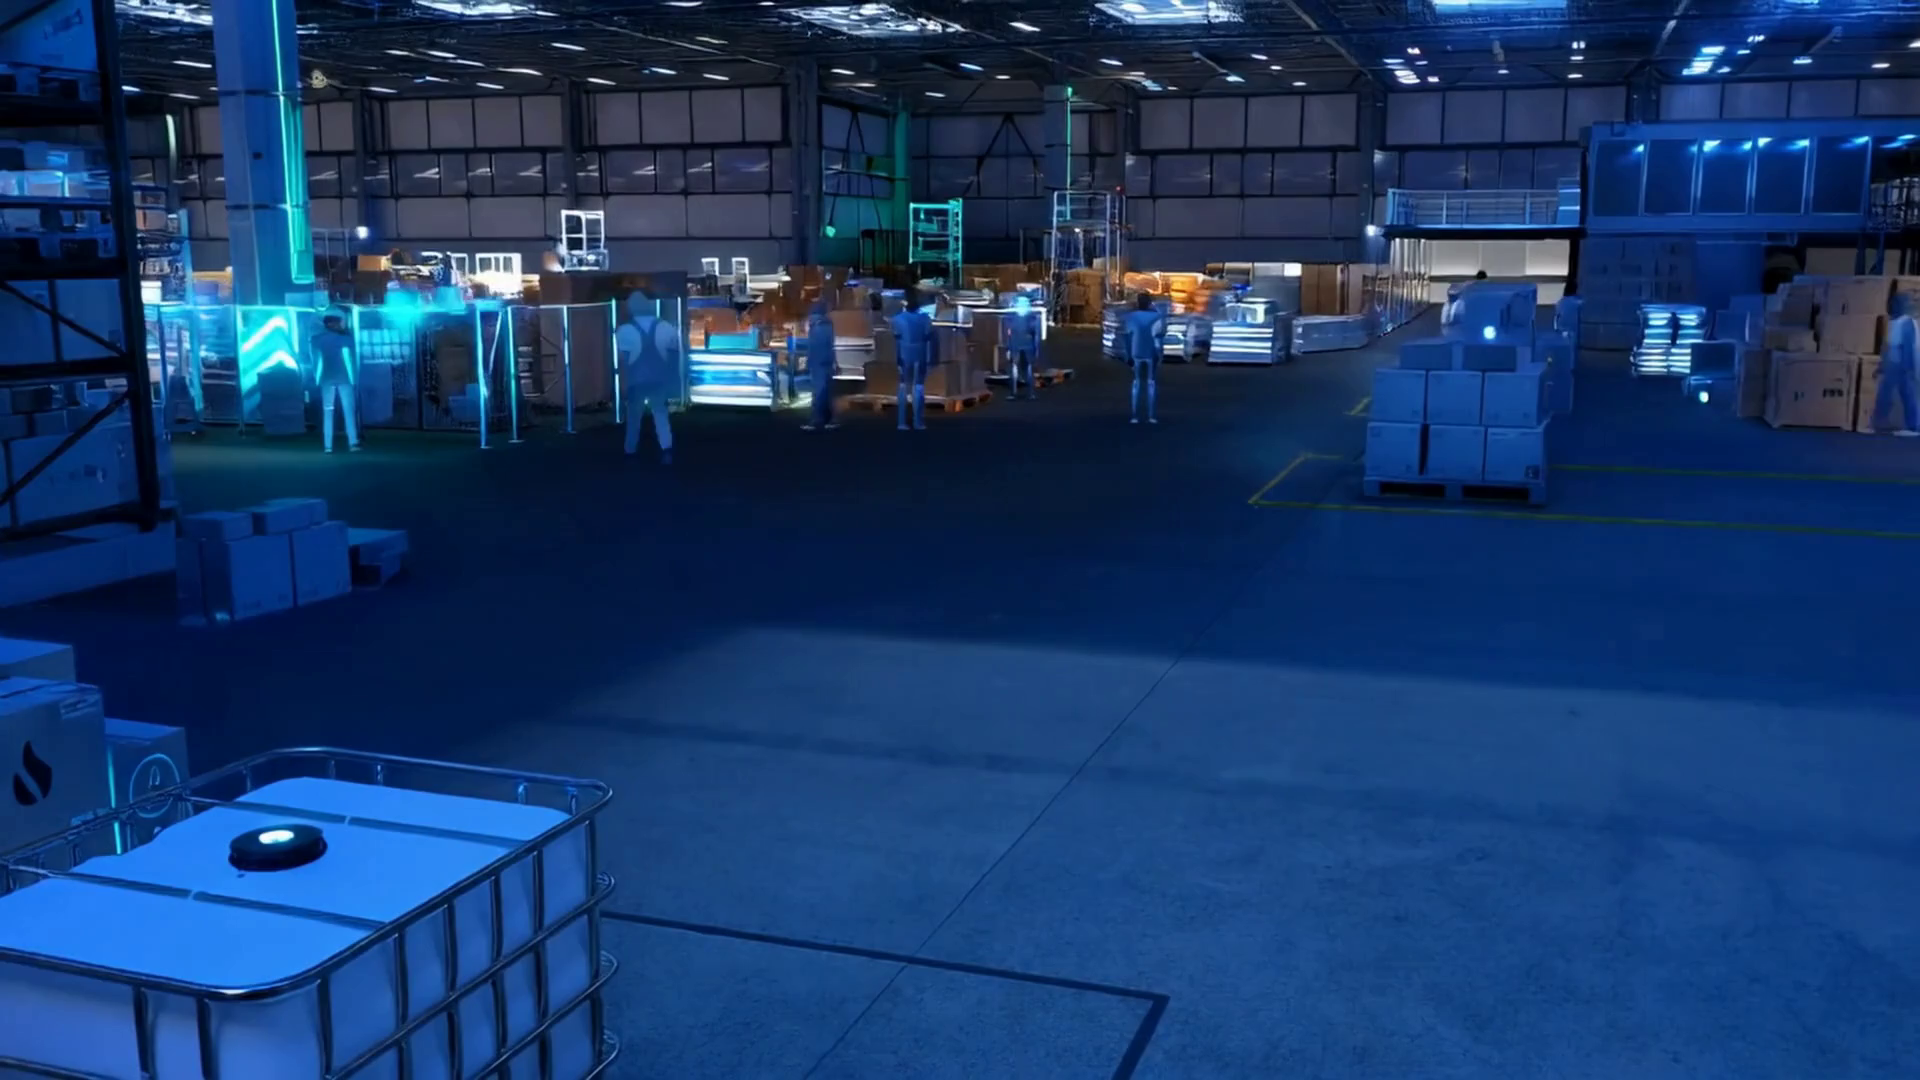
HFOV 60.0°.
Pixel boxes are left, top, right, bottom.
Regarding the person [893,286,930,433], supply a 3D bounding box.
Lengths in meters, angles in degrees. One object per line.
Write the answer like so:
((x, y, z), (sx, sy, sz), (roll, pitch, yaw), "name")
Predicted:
((-0.627, -2.407, 22.248), (0.598, 1.958, 0.385), (-9, 13, -40), "person")

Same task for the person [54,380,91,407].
((-10.686, -2.028, 19.983), (0.375, 1.997, 0.612), (0, 10, -3), "person")

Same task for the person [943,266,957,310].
((-0.370, -9.847, 64.277), (0.400, 1.905, 0.644), (-8, 13, -39), "person")

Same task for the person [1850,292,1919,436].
((12.212, -2.305, 21.864), (0.904, 1.875, 0.586), (4, 11, 19), "person")

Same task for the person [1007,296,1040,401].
((1.019, -3.079, 26.772), (0.537, 1.693, 0.320), (1, 10, 8), "person")

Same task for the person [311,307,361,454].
((-7.509, -1.917, 20.016), (0.524, 1.764, 0.329), (-2, 10, -11), "person")

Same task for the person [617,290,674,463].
((-3.612, -1.902, 19.146), (0.683, 2.000, 0.992), (-5, 11, -28), "person")

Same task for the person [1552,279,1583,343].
((11.308, -3.915, 30.998), (0.535, 1.864, 0.410), (2, 10, 11), "person")

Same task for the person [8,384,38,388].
((-12.254, -2.144, 21.685), (0.344, 1.618, 0.510), (6, 12, 29), "person")

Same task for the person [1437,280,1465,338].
((8.216, -3.414, 28.020), (0.678, 1.906, 0.622), (-2, 10, -13), "person")

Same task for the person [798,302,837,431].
((-1.968, -2.318, 22.359), (0.821, 1.732, 0.541), (-9, 13, -40), "person")

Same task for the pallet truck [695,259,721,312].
((-9.165, -9.627, 62.776), (0.823, 1.965, 1.885), (4, 11, 23), "pallet truck")

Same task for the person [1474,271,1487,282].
((11.611, -5.036, 37.133), (0.391, 1.930, 0.539), (4, 11, 21), "person")

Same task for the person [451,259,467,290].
((-16.551, -8.228, 54.818), (0.602, 2.035, 0.411), (1, 10, 6), "person")

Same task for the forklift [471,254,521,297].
((-17.990, -10.121, 64.684), (1.157, 1.987, 2.680), (3, 11, 17), "forklift")

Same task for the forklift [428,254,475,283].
((-20.133, -10.254, 65.465), (1.157, 1.987, 2.680), (3, 11, 19), "forklift")

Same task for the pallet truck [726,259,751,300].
((-7.986, -9.493, 62.019), (0.823, 1.965, 1.885), (3, 11, 17), "pallet truck")

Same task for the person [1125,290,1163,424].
((2.578, -2.550, 23.266), (0.528, 1.876, 0.323), (3, 10, 14), "person")
